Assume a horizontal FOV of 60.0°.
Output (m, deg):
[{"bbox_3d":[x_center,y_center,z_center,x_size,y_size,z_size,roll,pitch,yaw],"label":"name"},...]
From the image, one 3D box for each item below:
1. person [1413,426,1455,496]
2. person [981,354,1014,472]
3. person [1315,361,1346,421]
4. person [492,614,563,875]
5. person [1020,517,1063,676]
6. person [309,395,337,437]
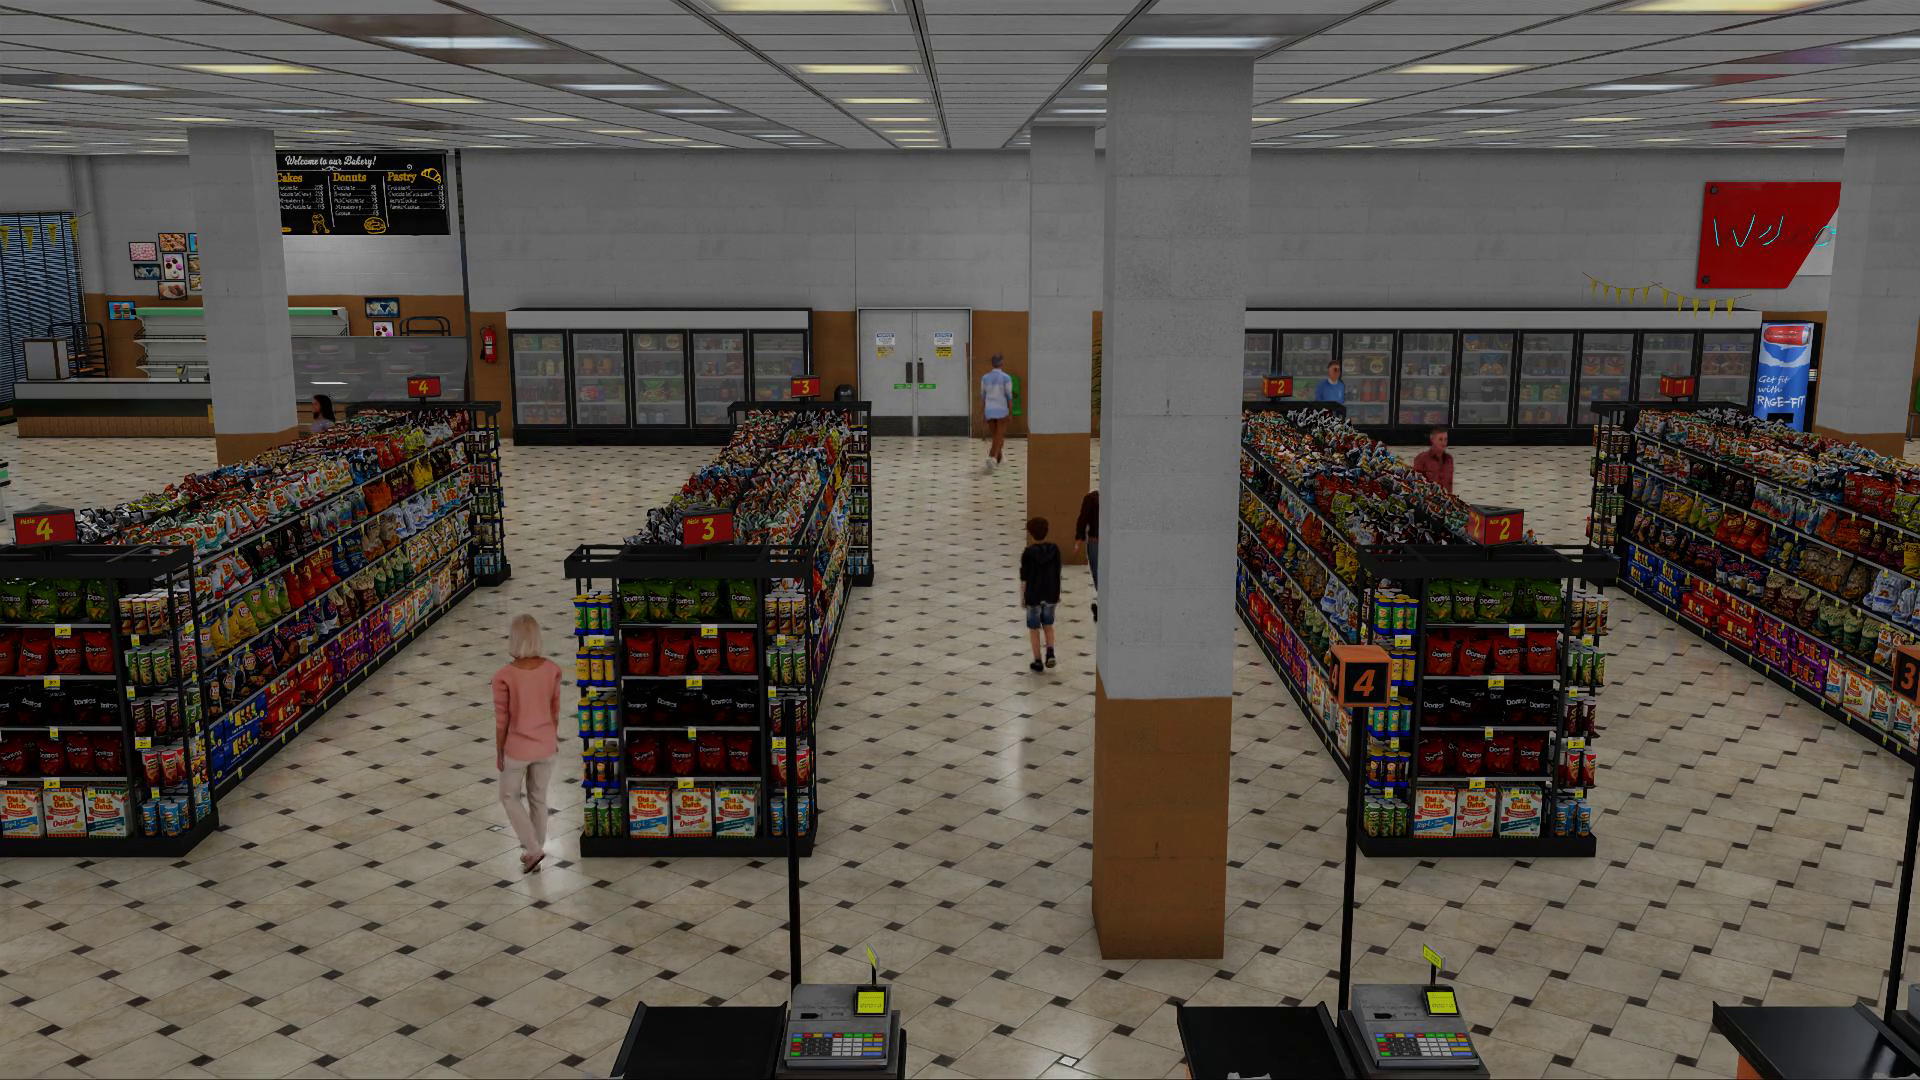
[{"bbox_3d":[5.076,-0.331,18.129,0.862,1.787,1.281,-2,12,-11],"label":"person"},{"bbox_3d":[0.552,-1.966,25.862,1.022,1.800,1.235,6,13,27],"label":"person"},{"bbox_3d":[5.529,-1.809,25.149,0.766,1.787,1.176,-2,12,-9],"label":"person"},{"bbox_3d":[-2.683,1.316,10.486,0.815,1.714,0.908,-9,15,-36],"label":"person"},{"bbox_3d":[0.751,0.514,14.960,0.627,1.439,0.658,-4,12,-17],"label":"person"},{"bbox_3d":[-8.113,-1.007,21.555,1.106,1.698,1.200,10,16,40],"label":"person"}]
